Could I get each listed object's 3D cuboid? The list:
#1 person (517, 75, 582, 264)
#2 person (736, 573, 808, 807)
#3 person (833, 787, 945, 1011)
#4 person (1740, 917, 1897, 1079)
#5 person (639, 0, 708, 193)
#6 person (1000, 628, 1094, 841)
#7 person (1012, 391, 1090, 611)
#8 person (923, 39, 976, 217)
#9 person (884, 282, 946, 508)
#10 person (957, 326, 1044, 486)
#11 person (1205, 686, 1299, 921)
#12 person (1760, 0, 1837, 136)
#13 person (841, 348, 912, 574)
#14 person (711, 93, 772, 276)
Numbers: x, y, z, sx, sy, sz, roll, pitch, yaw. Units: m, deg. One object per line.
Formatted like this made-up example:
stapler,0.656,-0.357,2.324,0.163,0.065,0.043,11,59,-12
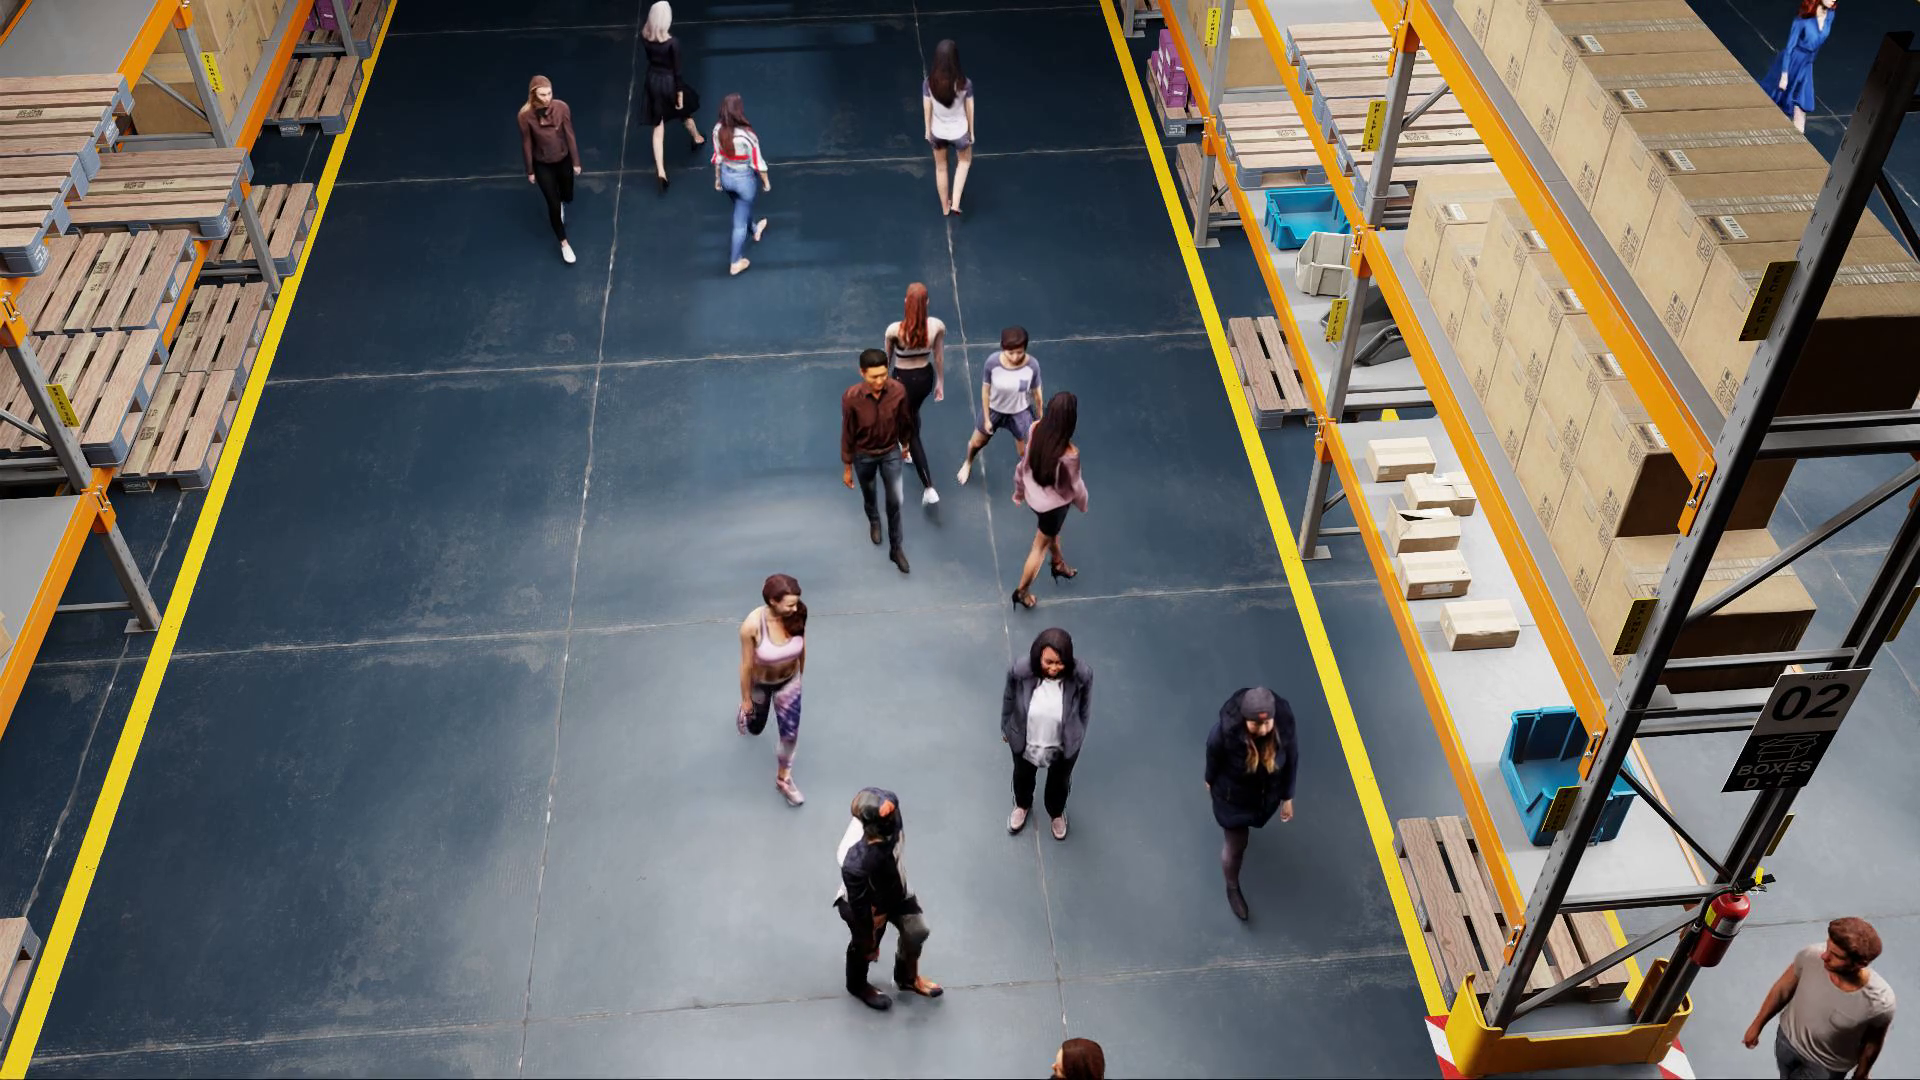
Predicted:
person,-3.515,-3.262,14.302,0.858,1.678,1.088,-17,46,-17
person,-1.153,0.816,9.978,0.885,1.738,1.115,-15,46,-16
person,-0.522,1.869,8.774,0.964,1.873,0.889,17,46,18
person,4.260,2.446,8.187,1.049,1.848,1.099,-27,50,-25
person,-2.693,-3.975,15.037,0.928,1.695,1.244,13,45,13
person,0.503,1.129,9.752,0.726,1.597,0.711,4,44,5
person,0.515,-0.176,10.986,0.903,1.783,0.886,-26,49,-25
person,-0.104,-3.551,14.589,0.667,1.700,0.706,5,44,5
person,-0.308,-1.020,11.926,0.773,1.709,1.230,-14,45,-14
person,0.368,-0.927,11.942,0.827,1.552,0.701,1,44,1
person,1.623,1.342,9.493,0.735,1.644,1.103,-8,44,-9
person,7.620,-4.351,15.368,0.778,1.784,1.159,-12,45,-12
person,-0.607,-0.658,11.513,0.732,1.755,0.909,-8,44,-8
person,-1.917,-2.979,14.076,0.928,1.580,1.082,18,47,18
